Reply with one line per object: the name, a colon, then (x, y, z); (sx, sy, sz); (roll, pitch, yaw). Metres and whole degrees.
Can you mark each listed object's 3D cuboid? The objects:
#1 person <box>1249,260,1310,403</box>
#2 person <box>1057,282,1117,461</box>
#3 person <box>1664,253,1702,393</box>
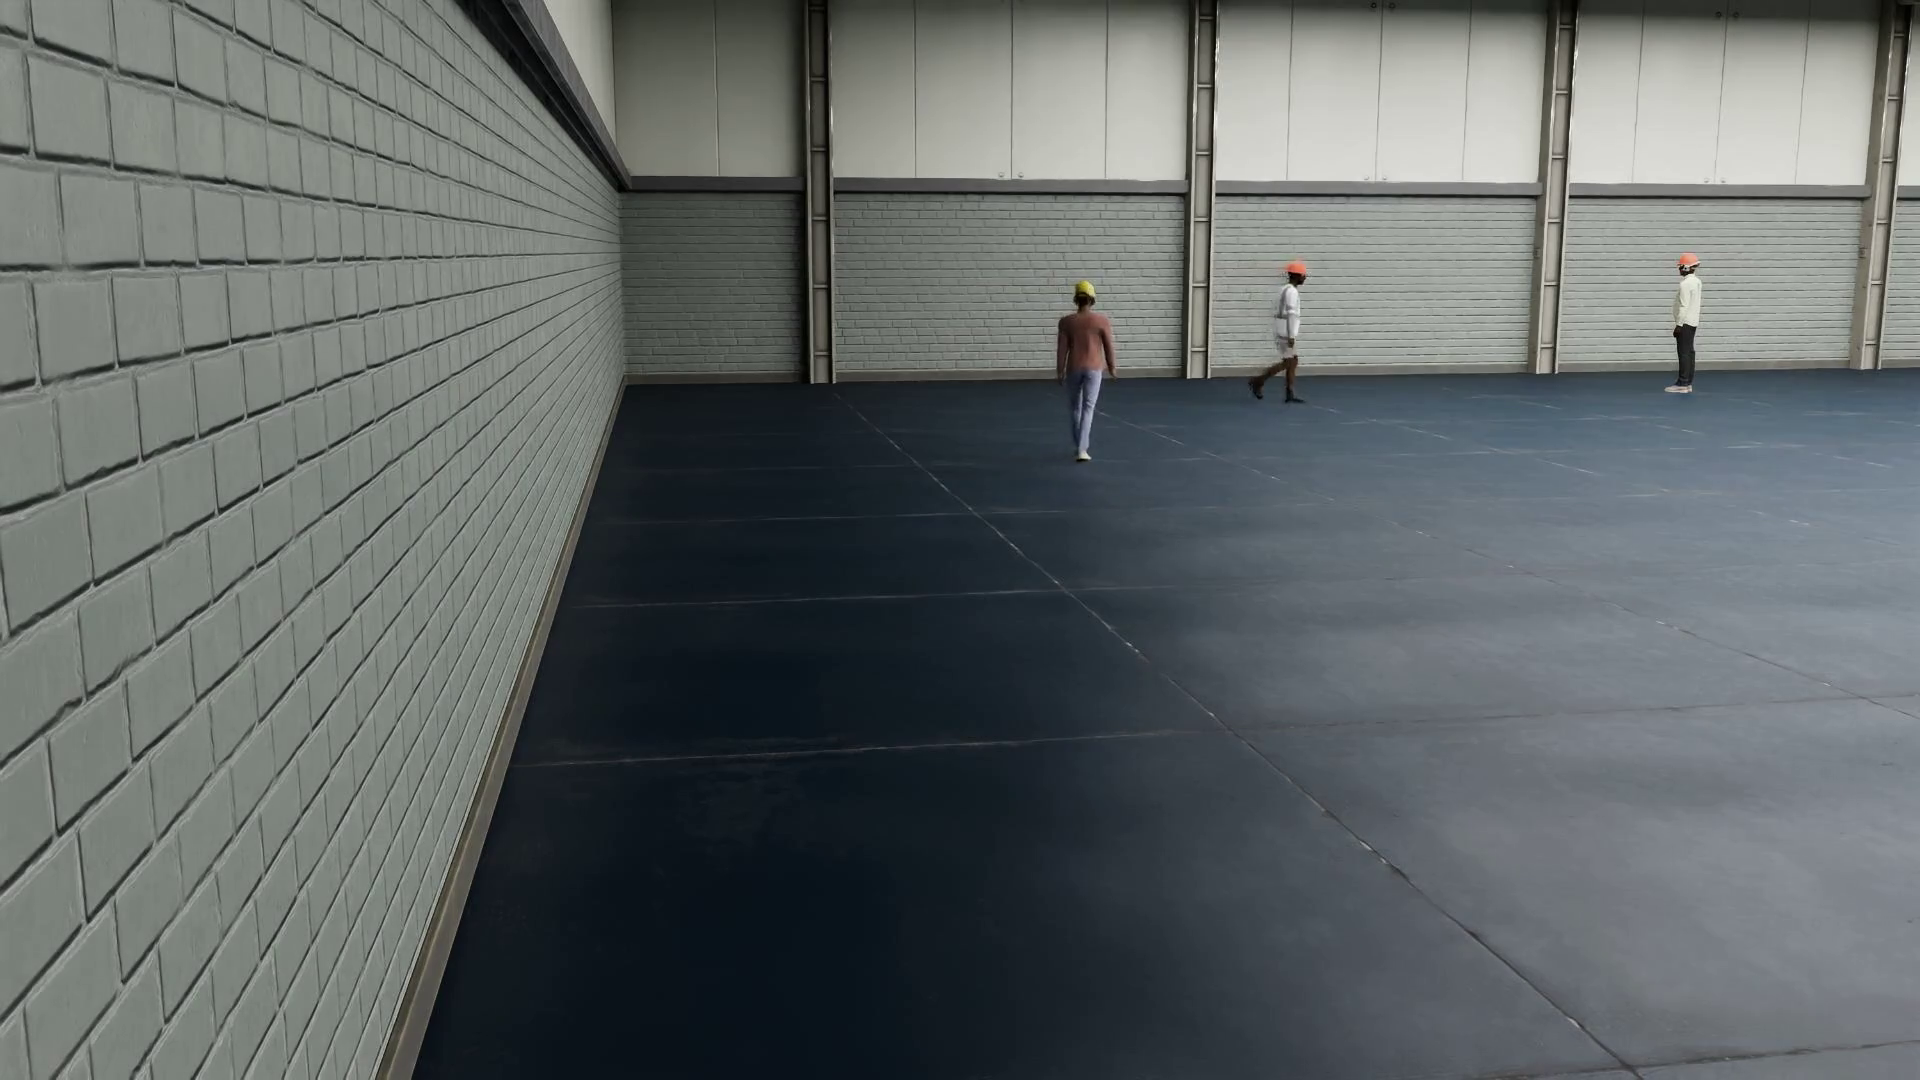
person: (4.265, -2.762, 22.120); (0.716, 1.911, 0.559); (2, 10, 9)
person: (1.243, -1.649, 16.273); (0.544, 1.722, 0.908); (4, 10, 20)
person: (10.414, -3.111, 23.889); (0.382, 1.995, 0.612); (8, 13, 38)
